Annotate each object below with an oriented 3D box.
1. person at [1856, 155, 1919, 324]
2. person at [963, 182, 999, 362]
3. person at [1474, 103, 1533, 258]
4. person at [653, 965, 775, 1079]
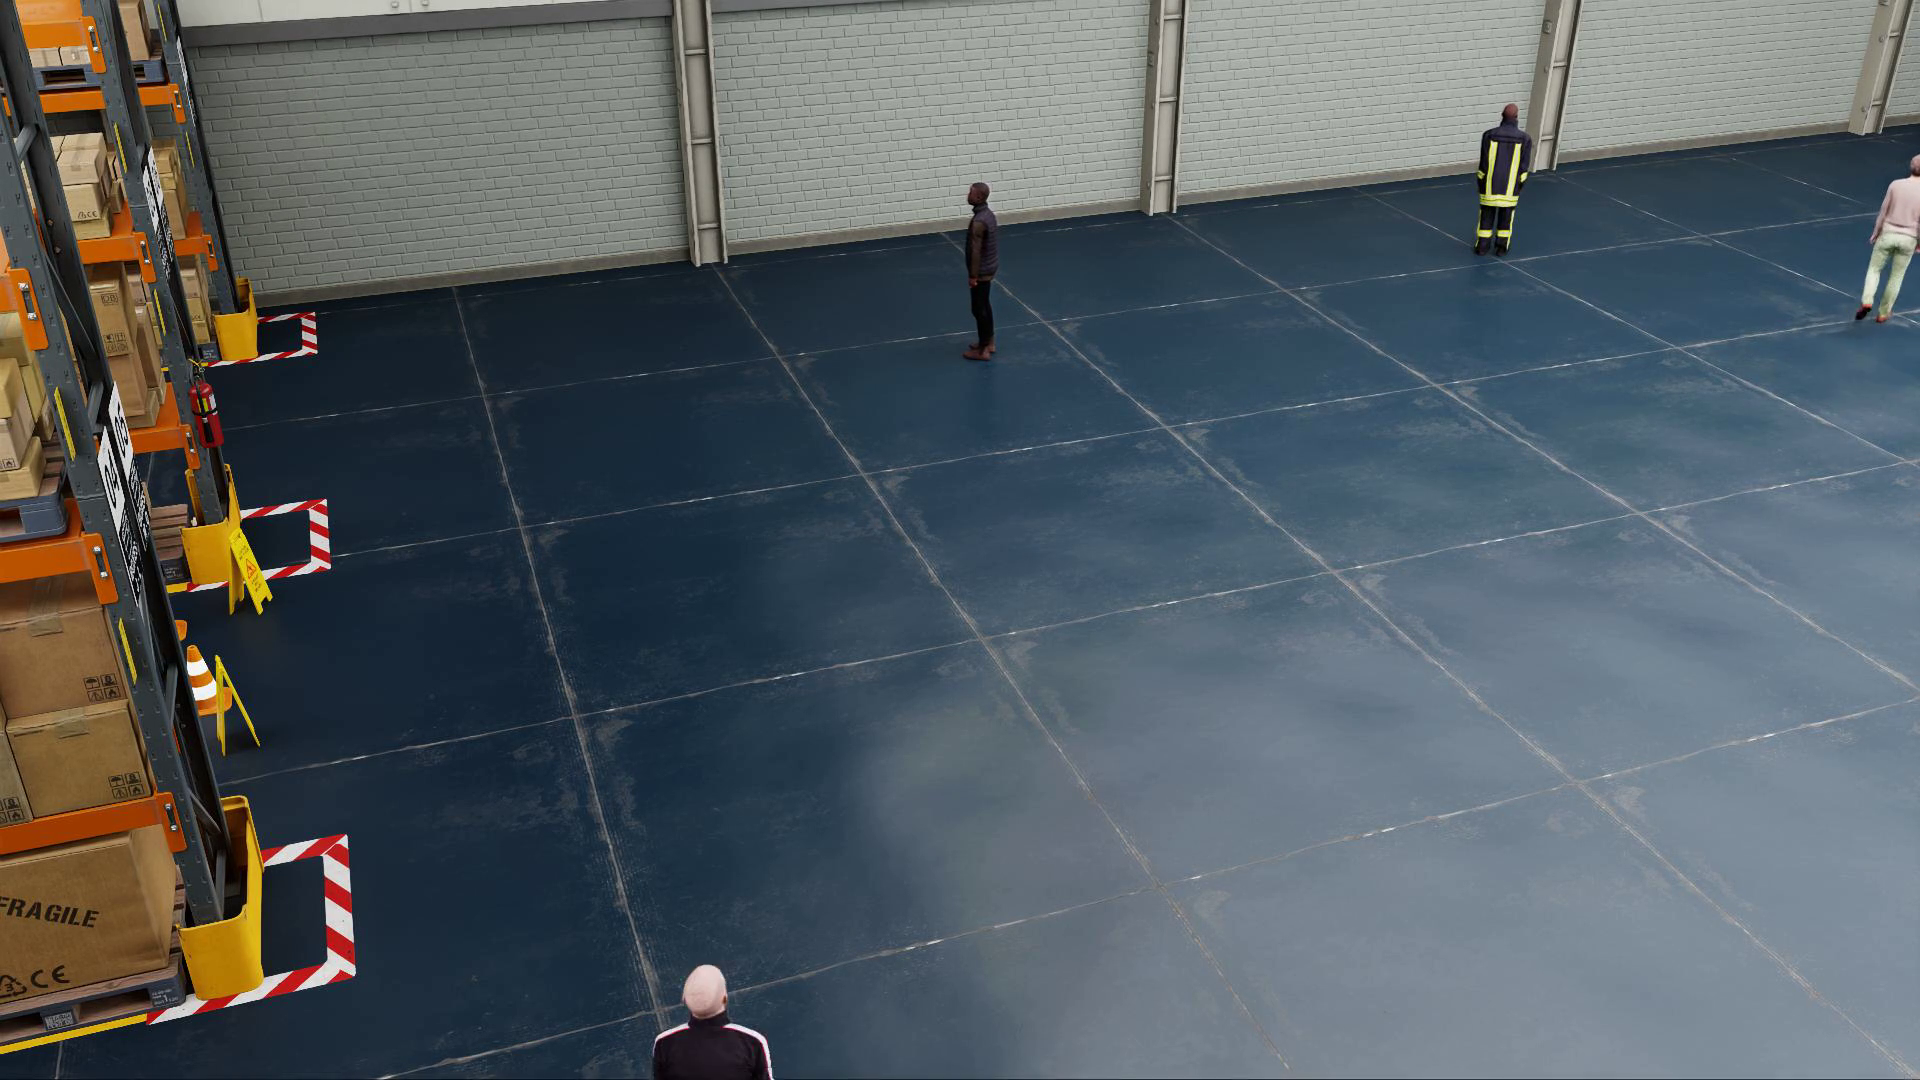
[{"bbox_3d":[9.978,-3.173,17.736,0.959,1.862,1.048,18,33,30],"label":"person"},{"bbox_3d":[0.218,-2.744,16.957,0.754,1.837,0.767,4,28,8],"label":"person"},{"bbox_3d":[6.494,-4.326,19.946,0.838,1.821,0.918,10,30,17],"label":"person"},{"bbox_3d":[-1.001,2.596,6.951,1.020,1.817,0.995,3,28,5],"label":"person"}]
